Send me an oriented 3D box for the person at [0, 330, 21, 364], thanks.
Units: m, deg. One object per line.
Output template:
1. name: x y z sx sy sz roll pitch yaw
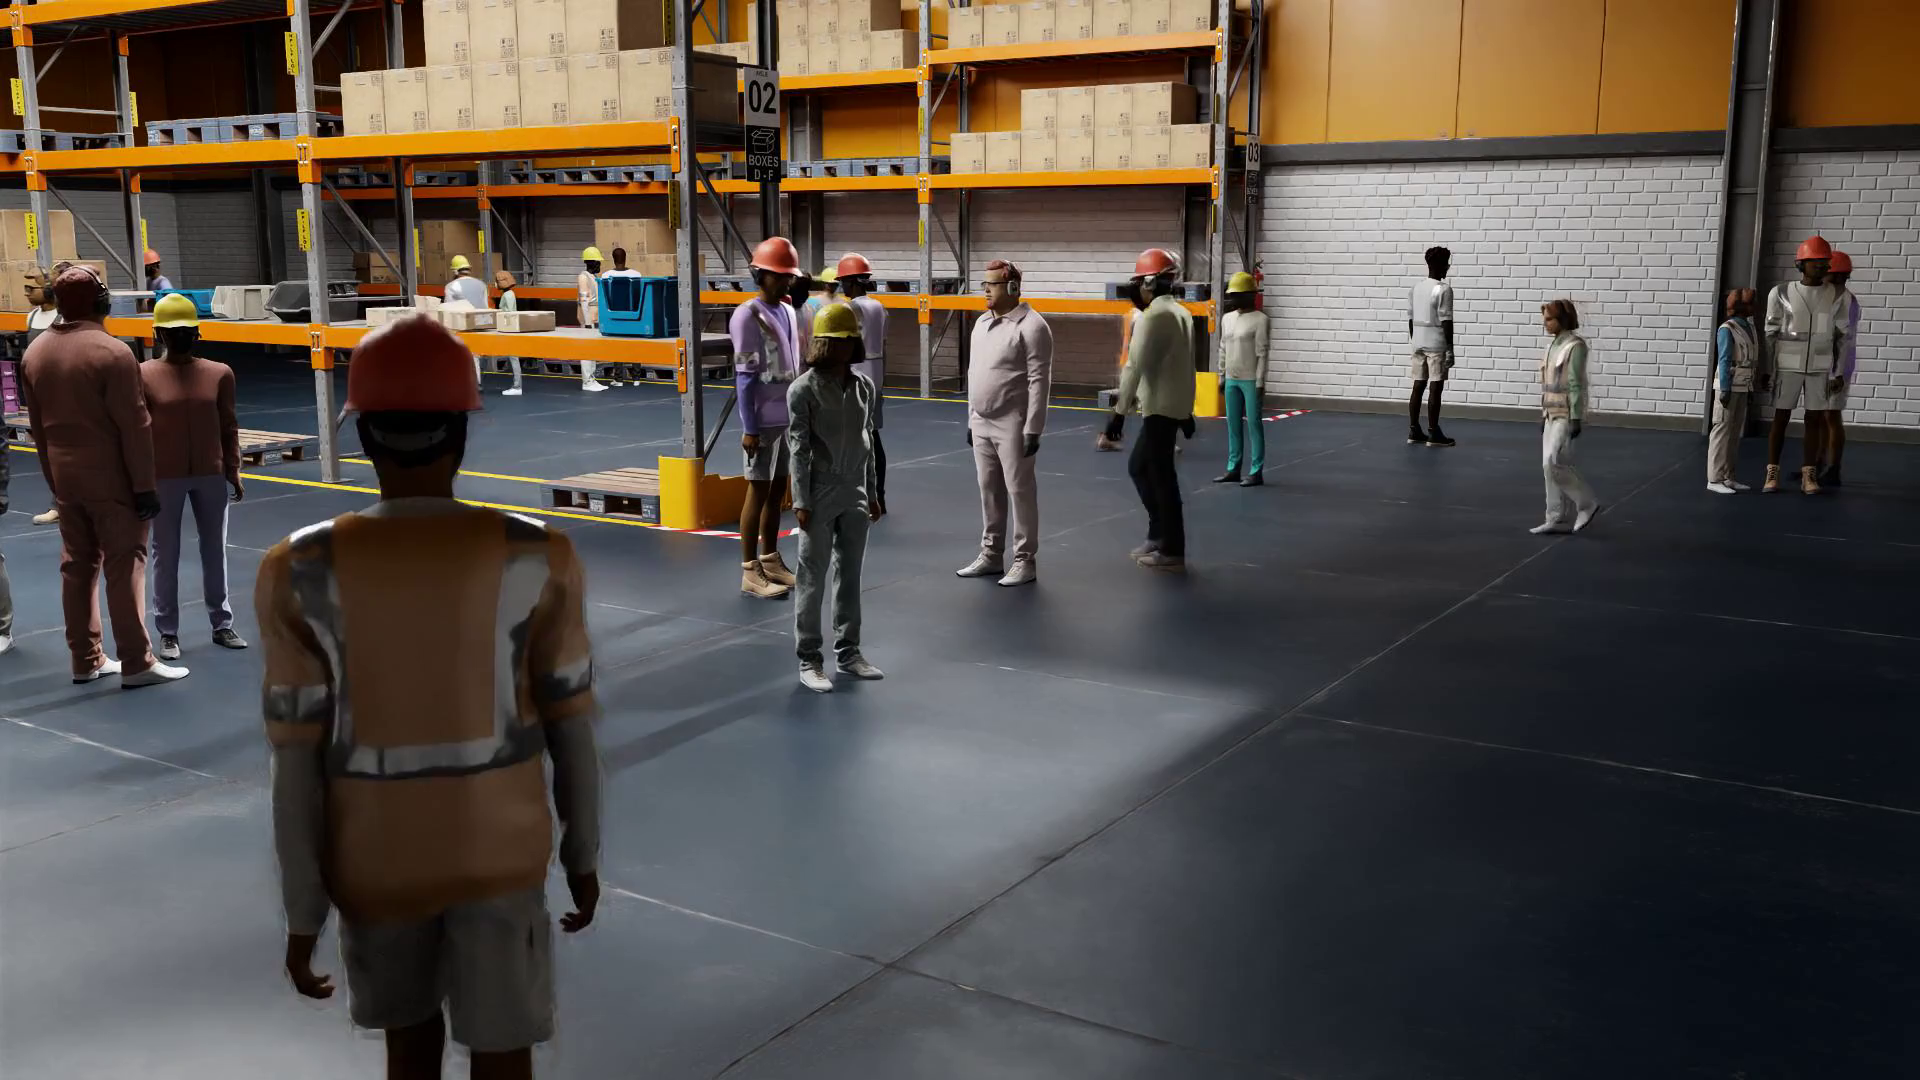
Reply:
1. person: -15.388 -3.874 27.411 1.052 1.941 0.607 -9 14 -42

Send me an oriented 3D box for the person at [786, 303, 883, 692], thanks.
1. person: -0.553 -0.196 7.540 0.295 1.744 0.490 10 14 44

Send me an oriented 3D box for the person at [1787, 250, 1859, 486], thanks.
1. person: 7.152 -1.405 13.703 0.378 1.936 0.549 1 10 8

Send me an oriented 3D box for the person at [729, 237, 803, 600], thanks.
1. person: -1.049 -0.688 9.453 0.392 2.034 0.614 4 11 19

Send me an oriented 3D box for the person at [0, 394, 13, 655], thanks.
1. person: -4.866 -0.237 8.072 0.508 1.632 0.265 0 10 2

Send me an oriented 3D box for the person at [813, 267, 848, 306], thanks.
1. person: -1.553 -2.255 19.030 0.530 1.736 0.859 -7 12 -33

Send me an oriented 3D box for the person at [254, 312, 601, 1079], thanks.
1. person: -0.891 0.572 2.866 0.552 1.908 0.880 -3 11 -15

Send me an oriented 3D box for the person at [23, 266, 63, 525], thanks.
1. person: -6.372 -1.007 11.758 0.507 1.842 0.339 5 11 24

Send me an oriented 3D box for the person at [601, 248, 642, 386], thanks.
1. person: -4.684 -3.092 23.117 0.587 1.914 0.392 -5 11 -26

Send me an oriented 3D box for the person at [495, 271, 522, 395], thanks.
1. person: -5.916 -2.713 21.821 0.287 1.624 0.495 -3 11 -18

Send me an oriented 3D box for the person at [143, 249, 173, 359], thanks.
1. person: -9.445 -2.462 19.621 0.458 1.911 0.565 -10 14 -43

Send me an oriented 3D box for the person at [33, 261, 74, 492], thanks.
1. person: -6.384 -1.066 12.008 0.333 1.872 0.515 8 13 36

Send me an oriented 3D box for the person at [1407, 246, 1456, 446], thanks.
1. person: 4.666 -1.911 16.423 0.367 1.966 0.606 -5 11 -25

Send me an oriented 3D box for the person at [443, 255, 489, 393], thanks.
1. person: -6.409 -2.764 21.542 0.529 1.822 0.638 9 14 41

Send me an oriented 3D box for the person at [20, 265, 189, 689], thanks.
1. person: -3.875 -0.277 7.533 0.642 1.911 0.410 4 11 21

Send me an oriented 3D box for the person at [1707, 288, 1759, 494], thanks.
1. person: 6.218 -1.197 13.362 0.514 1.645 0.309 -10 14 -43

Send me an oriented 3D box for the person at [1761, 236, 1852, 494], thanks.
1. person: 6.730 -1.382 13.265 0.615 2.047 0.359 3 11 17

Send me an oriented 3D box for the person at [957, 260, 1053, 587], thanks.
1. person: 0.245 -0.688 9.815 0.409 1.907 0.649 -8 13 -38

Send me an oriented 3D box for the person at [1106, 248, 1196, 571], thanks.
1. person: 1.183 -0.787 10.207 0.583 1.968 0.633 5 11 24

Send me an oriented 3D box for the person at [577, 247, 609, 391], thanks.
1. person: -4.946 -2.965 22.371 0.378 1.928 0.585 1 10 3

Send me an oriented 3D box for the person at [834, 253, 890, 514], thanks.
1. person: -0.753 -1.125 12.181 0.380 1.929 0.539 6 12 30

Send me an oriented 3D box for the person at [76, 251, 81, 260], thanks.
1. person: -9.992 -2.326 18.806 0.372 1.940 0.631 7 12 34

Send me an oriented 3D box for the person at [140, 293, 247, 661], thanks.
1. person: -3.763 -0.310 8.109 0.525 1.769 0.310 -9 14 -42

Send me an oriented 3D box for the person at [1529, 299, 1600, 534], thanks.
1. person: 4.107 -0.829 11.354 0.387 1.623 0.529 -1 10 -4

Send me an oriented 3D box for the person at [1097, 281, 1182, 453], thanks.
1. person: 1.697 -1.647 15.816 0.791 1.664 0.542 -1 10 -7

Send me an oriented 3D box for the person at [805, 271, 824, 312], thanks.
1. person: -1.700 -2.057 17.973 0.541 1.700 0.316 -8 13 -36

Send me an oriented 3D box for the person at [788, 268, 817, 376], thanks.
1. person: -1.272 -1.237 13.162 0.875 1.802 0.634 9 13 39

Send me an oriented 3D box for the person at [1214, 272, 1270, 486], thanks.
1. person: 2.323 -1.323 13.745 0.337 1.761 0.522 -7 13 -36
